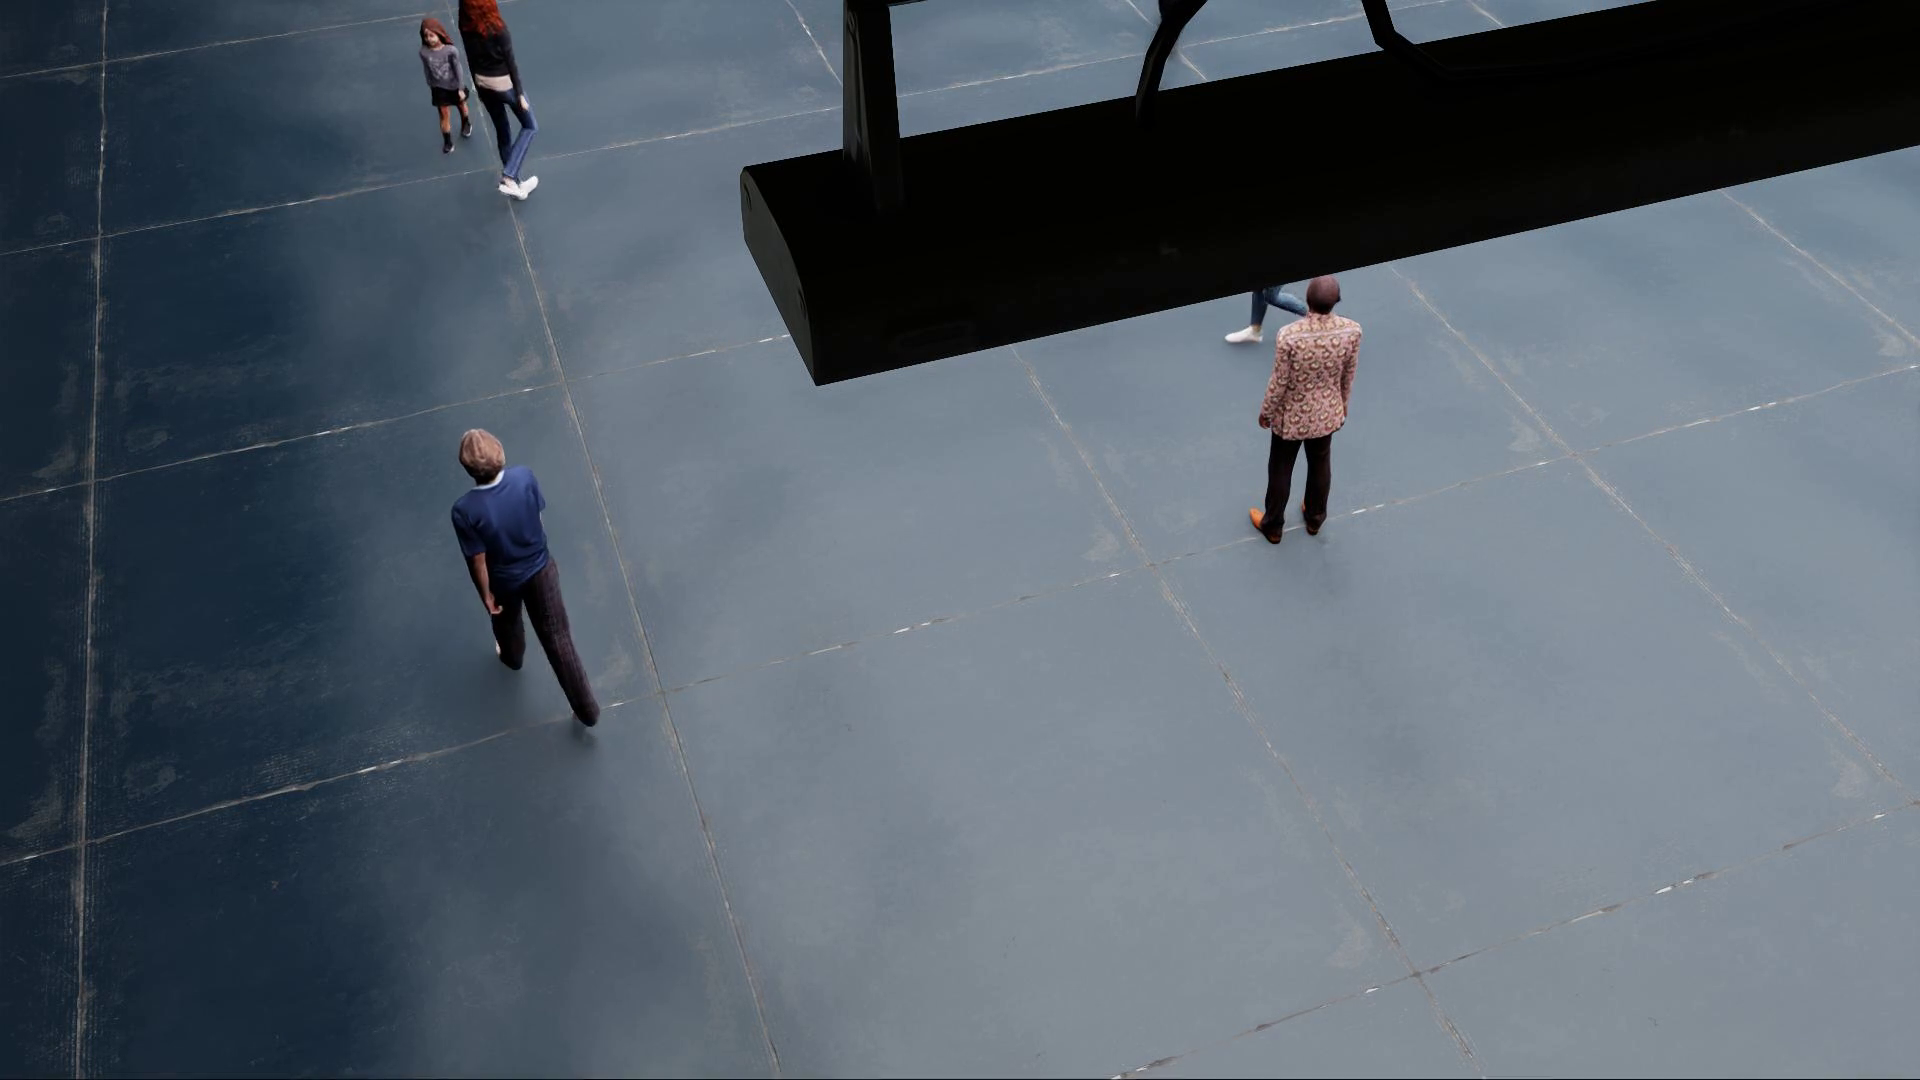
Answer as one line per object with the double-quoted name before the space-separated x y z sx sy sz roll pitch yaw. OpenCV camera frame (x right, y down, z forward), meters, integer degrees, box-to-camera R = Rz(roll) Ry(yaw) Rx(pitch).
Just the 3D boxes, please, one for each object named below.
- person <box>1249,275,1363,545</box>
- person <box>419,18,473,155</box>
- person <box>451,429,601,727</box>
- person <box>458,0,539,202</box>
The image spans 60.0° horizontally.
"person" 2.000 -0.744 9.624 0.717 1.807 0.619 -9 44 -9
"person" -4.090 -3.685 13.309 0.600 1.077 0.813 -3 43 -3
"person" -2.220 0.227 8.570 0.883 1.827 1.277 -26 49 -25
"person" -3.461 -3.269 12.344 0.805 1.785 0.872 16 45 16
